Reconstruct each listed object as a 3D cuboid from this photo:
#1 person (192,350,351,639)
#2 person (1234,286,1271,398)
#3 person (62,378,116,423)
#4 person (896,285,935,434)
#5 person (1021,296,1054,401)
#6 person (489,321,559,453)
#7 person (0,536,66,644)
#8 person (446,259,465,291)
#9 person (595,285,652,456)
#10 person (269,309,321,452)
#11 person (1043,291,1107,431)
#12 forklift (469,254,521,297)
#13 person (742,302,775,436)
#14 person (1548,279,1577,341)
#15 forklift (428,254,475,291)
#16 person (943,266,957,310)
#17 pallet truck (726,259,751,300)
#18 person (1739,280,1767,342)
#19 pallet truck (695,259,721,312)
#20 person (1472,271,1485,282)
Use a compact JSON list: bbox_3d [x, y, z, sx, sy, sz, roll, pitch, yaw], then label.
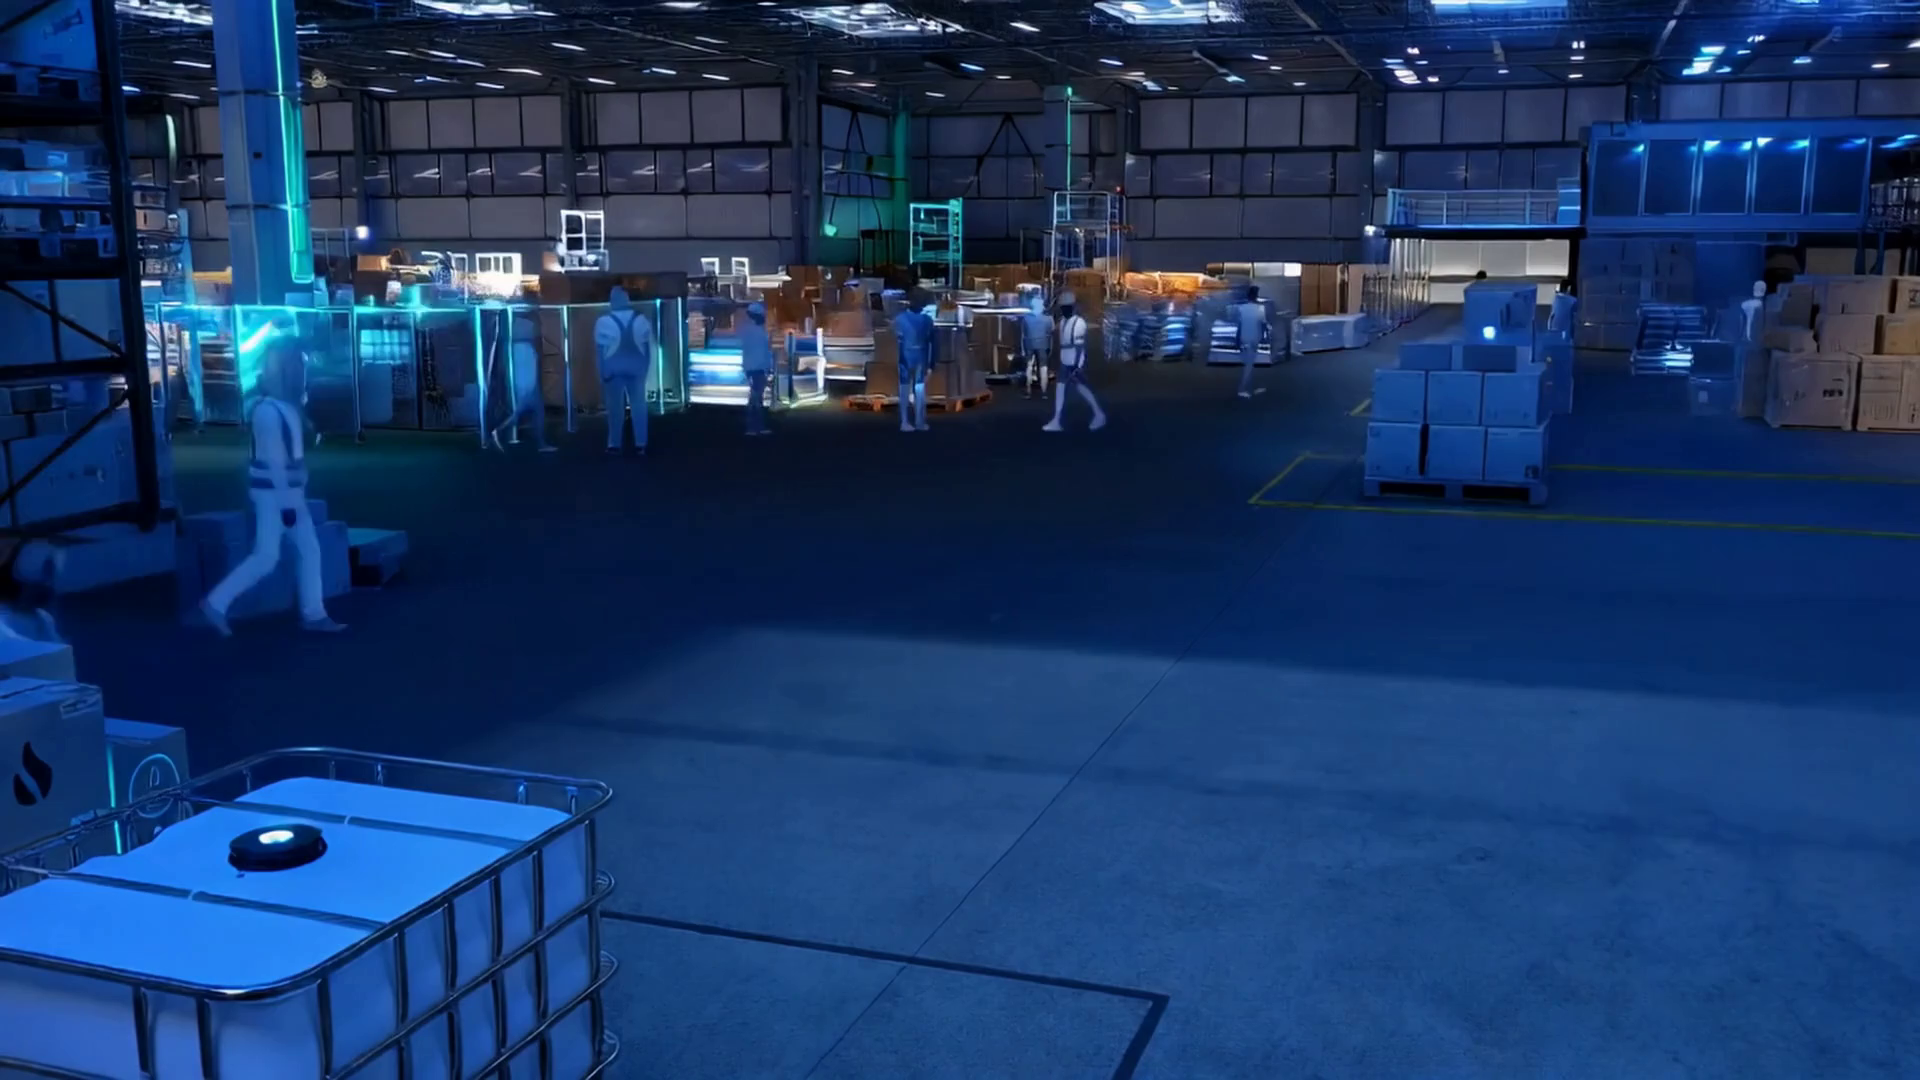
[{"bbox_3d":[-4.405,-0.273,10.515,0.852,1.857,0.574,-1,10,-7],"label":"person"},{"bbox_3d":[4.826,-3.250,27.363,0.505,1.817,0.991,8,13,38],"label":"person"},{"bbox_3d":[-10.358,-1.958,19.736,0.710,1.944,0.511,-2,10,-10],"label":"person"},{"bbox_3d":[-0.588,-2.407,22.200,0.600,1.967,0.368,-9,14,-42],"label":"person"},{"bbox_3d":[1.241,-3.067,26.708,0.537,1.693,0.320,1,10,6],"label":"person"},{"bbox_3d":[-5.282,-1.832,20.011,0.756,1.606,0.502,-7,12,-33],"label":"person"},{"bbox_3d":[-3.023,0.768,5.367,0.780,1.602,0.549,-1,10,-8],"label":"person"},{"bbox_3d":[-16.611,-8.214,54.739,0.606,2.032,0.410,0,10,0],"label":"person"},{"bbox_3d":[-4.044,-2.029,19.861,0.674,2.000,0.535,-6,12,-29],"label":"person"},{"bbox_3d":[-7.892,-1.837,19.610,0.466,1.753,0.523,3,11,19],"label":"person"},{"bbox_3d":[1.575,-2.430,22.557,0.973,1.903,0.564,-7,12,-34],"label":"person"},{"bbox_3d":[-17.990,-10.121,64.684,1.157,1.987,2.680,3,11,17],"label":"forklift"},{"bbox_3d":[-2.594,-2.237,21.839,0.629,1.741,0.556,-6,12,-32],"label":"person"},{"bbox_3d":[11.246,-3.930,31.095,0.502,1.862,0.328,1,10,3],"label":"person"},{"bbox_3d":[-20.133,-10.254,65.465,1.157,1.987,2.680,3,11,19],"label":"forklift"},{"bbox_3d":[-0.374,-9.844,64.256,0.409,1.907,0.649,-9,13,-41],"label":"person"},{"bbox_3d":[-7.986,-9.493,62.019,0.823,1.965,1.885,3,11,17],"label":"pallet truck"},{"bbox_3d":[13.183,-3.320,27.482,0.597,1.916,0.371,1,10,3],"label":"person"},{"bbox_3d":[-9.165,-9.627,62.776,0.823,1.965,1.885,4,11,23],"label":"pallet truck"},{"bbox_3d":[11.575,-5.035,37.126,0.399,1.928,0.542,4,11,22],"label":"person"}]
